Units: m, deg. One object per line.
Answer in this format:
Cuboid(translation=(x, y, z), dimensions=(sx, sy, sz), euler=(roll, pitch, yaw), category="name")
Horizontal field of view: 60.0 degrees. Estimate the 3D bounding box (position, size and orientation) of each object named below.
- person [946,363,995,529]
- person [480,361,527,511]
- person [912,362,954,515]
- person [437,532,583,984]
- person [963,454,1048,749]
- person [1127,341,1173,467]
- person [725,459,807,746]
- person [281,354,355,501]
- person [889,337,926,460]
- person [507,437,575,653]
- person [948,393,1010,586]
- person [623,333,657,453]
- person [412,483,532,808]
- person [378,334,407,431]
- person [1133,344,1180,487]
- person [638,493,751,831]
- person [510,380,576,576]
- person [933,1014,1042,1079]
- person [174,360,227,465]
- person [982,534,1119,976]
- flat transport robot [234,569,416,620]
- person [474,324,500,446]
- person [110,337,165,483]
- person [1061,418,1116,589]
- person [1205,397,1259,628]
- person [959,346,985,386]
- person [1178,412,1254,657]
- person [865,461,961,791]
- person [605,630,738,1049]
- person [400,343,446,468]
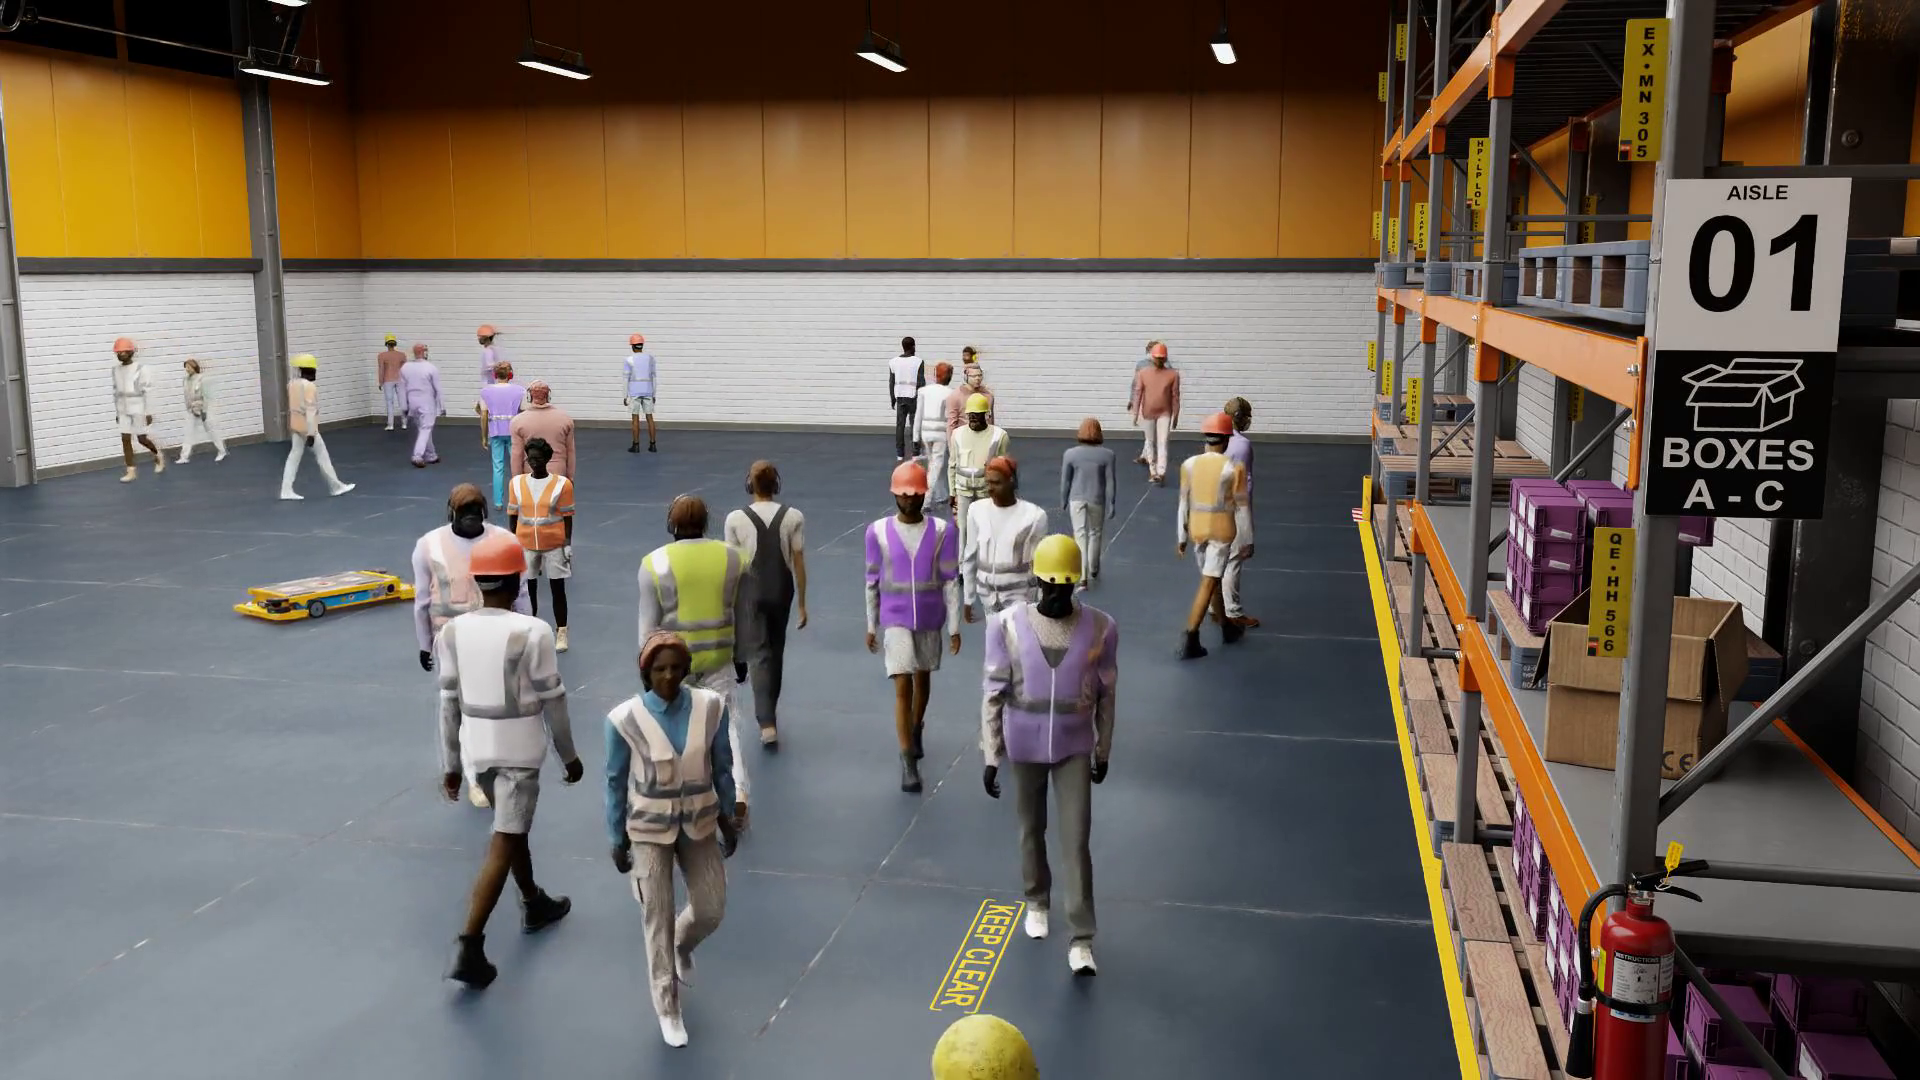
Cuboid(translation=(0.155, -1.079, 19.116), dimensions=(0.655, 1.906, 0.407), euler=(-6, 11, -32), category="person")
Cuboid(translation=(-5.578, -1.266, 20.423), dimensions=(0.570, 1.843, 0.373), euler=(-2, 10, -11), category="person")
Cuboid(translation=(-0.217, -1.236, 20.271), dimensions=(0.601, 1.833, 0.971), euler=(6, 11, 31), category="person")
Cuboid(translation=(-1.992, 0.912, 7.196), dimensions=(0.547, 1.895, 0.995), euler=(4, 10, 23), category="person")
Cuboid(translation=(0.330, 0.353, 10.685), dimensions=(0.581, 1.852, 0.935), euler=(6, 11, 32), category="person")
Cuboid(translation=(2.905, -2.067, 25.165), dimensions=(0.650, 1.887, 1.040), euler=(9, 13, 42), category="person")
Cuboid(translation=(-1.248, 0.382, 10.649), dimensions=(0.523, 1.804, 0.951), euler=(-3, 10, -15), category="person")
Cuboid(translation=(-8.387, -1.455, 21.472), dimensions=(0.610, 1.870, 0.977), euler=(8, 13, 41), category="person")
Cuboid(translation=(-0.814, -2.184, 25.754), dimensions=(0.589, 1.915, 0.399), euler=(4, 10, 22), category="person")
Cuboid(translation=(-3.273, 0.041, 13.003), dimensions=(0.533, 1.697, 0.318), euler=(0, 9, 0), category="person")
Cuboid(translation=(0.171, -0.466, 15.644), dimensions=(0.595, 1.831, 0.403), euler=(3, 10, 16), category="person")
Cuboid(translation=(-5.174, -2.376, 26.867), dimensions=(0.558, 1.930, 0.387), euler=(-5, 11, -26), category="person")
Cuboid(translation=(-2.810, 0.552, 9.621), dimensions=(0.637, 1.805, 0.939), euler=(-5, 11, -28), category="person")
Cuboid(translation=(-10.364, -2.880, 30.394), dimensions=(0.522, 1.769, 0.312), euler=(-7, 12, -37), category="person")
Cuboid(translation=(2.692, -1.719, 22.864), dimensions=(0.615, 1.938, 1.017), euler=(3, 10, 15), category="person")
Cuboid(translation=(-1.410, 0.655, 8.977), dimensions=(0.634, 1.816, 0.864), euler=(-5, 11, -26), category="person")
Cuboid(translation=(-4.080, -0.608, 16.275), dimensions=(0.636, 1.911, 0.404), euler=(-5, 11, -28), category="person")
Cuboid(translation=(0.087, 1.708, 3.003), dimensions=(0.525, 1.682, 0.909), euler=(5, 10, 26), category="person")
Cuboid(translation=(-11.643, -1.973, 25.467), dimensions=(0.519, 1.588, 0.884), euler=(3, 10, 20), category="person")
Cuboid(translation=(0.395, 0.916, 7.183), dimensions=(0.596, 1.879, 0.977), euler=(0, 9, 1), category="person")
Cuboid(translation=(-5.578, 0.470, 14.703), dimensions=(0.652, 0.197, 1.431), euler=(7, 12, 36), category="flat transport robot")
Cuboid(translation=(-7.831, -2.560, 27.655), dimensions=(0.553, 2.027, 0.635), euler=(-1, 9, -6), category="person")
Cuboid(translation=(-11.537, -1.831, 23.292), dimensions=(0.615, 2.025, 0.717), euler=(1, 10, 8), category="person")
Cuboid(translation=(1.211, -0.359, 15.728), dimensions=(0.515, 1.582, 0.847), euler=(1, 9, 6), category="person")
Cuboid(translation=(2.273, -0.232, 13.940), dimensions=(0.372, 1.934, 0.627), euler=(-3, 10, -20), category="person")
Cuboid(translation=(0.205, -1.985, 24.832), dimensions=(0.520, 1.831, 0.979), euler=(7, 12, 36), category="person")
Cuboid(translation=(1.980, -0.049, 13.012), dimensions=(0.562, 1.886, 1.014), euler=(8, 12, 40), category="person")
Cuboid(translation=(-0.277, 0.464, 9.896), dimensions=(0.558, 1.890, 0.977), euler=(-1, 9, -6), category="person")
Cuboid(translation=(-1.154, 1.141, 6.569), dimensions=(0.522, 1.628, 0.466), euler=(-5, 11, -27), category="person")
Cuboid(translation=(-8.053, -2.025, 24.957), dimensions=(0.658, 1.866, 0.954), euler=(3, 10, 19), category="person")
